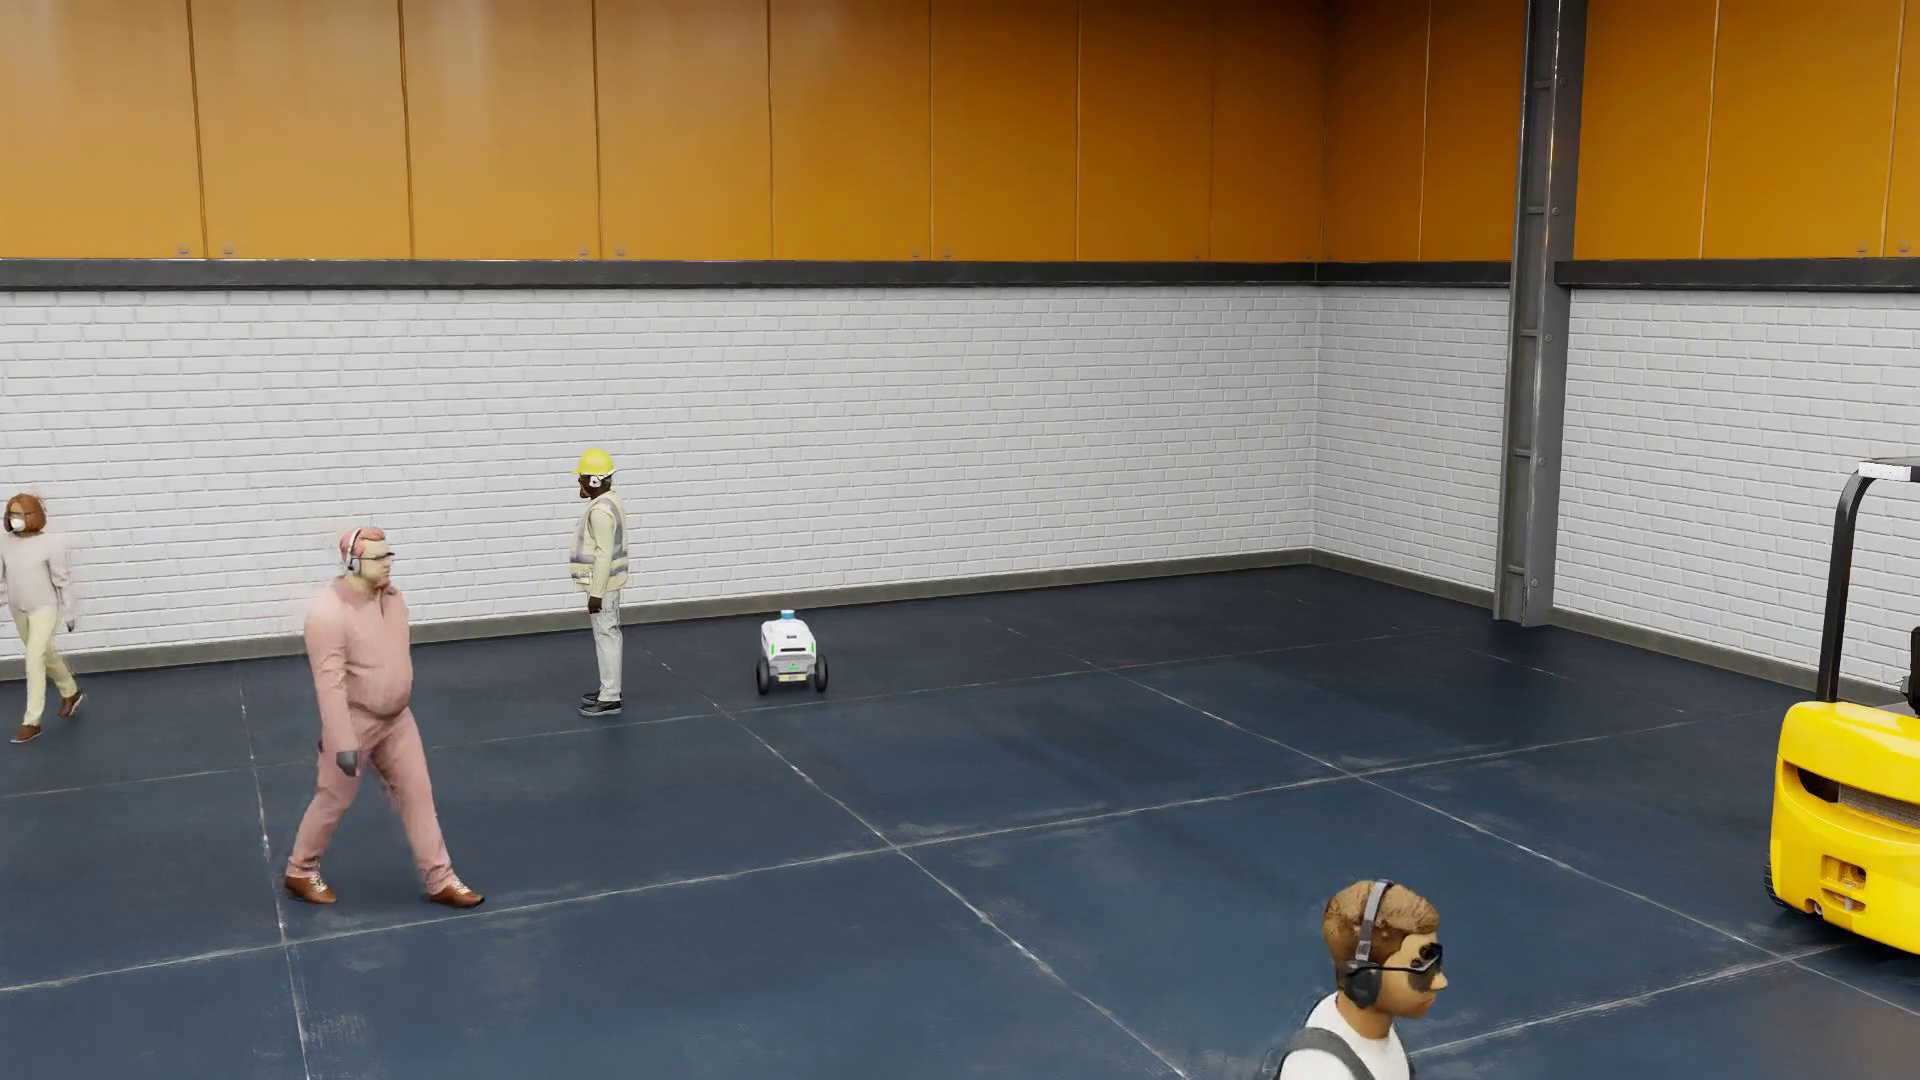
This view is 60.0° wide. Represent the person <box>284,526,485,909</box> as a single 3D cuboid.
[{"bbox_3d":[-2.823,0.850,7.887,1.006,1.860,0.666,3,10,20],"label":"person"}]

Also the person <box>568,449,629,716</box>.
[{"bbox_3d":[-2.481,0.285,11.446,0.404,1.833,0.588,-1,9,-8],"label":"person"}]

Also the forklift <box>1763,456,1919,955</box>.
[{"bbox_3d":[4.857,0.731,7.561,2.313,2.155,1.214,-4,10,-25],"label":"forklift"}]

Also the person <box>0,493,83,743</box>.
[{"bbox_3d":[-6.110,0.464,11.044,0.492,1.599,0.830,2,9,9],"label":"person"}]

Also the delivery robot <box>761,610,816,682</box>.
[{"bbox_3d":[-1.261,0.756,12.183,0.477,0.478,0.707,-2,9,-12],"label":"delivery robot"}]

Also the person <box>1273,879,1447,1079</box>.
[{"bbox_3d":[0.744,1.570,3.496,0.490,1.833,0.515,5,10,28],"label":"person"}]
